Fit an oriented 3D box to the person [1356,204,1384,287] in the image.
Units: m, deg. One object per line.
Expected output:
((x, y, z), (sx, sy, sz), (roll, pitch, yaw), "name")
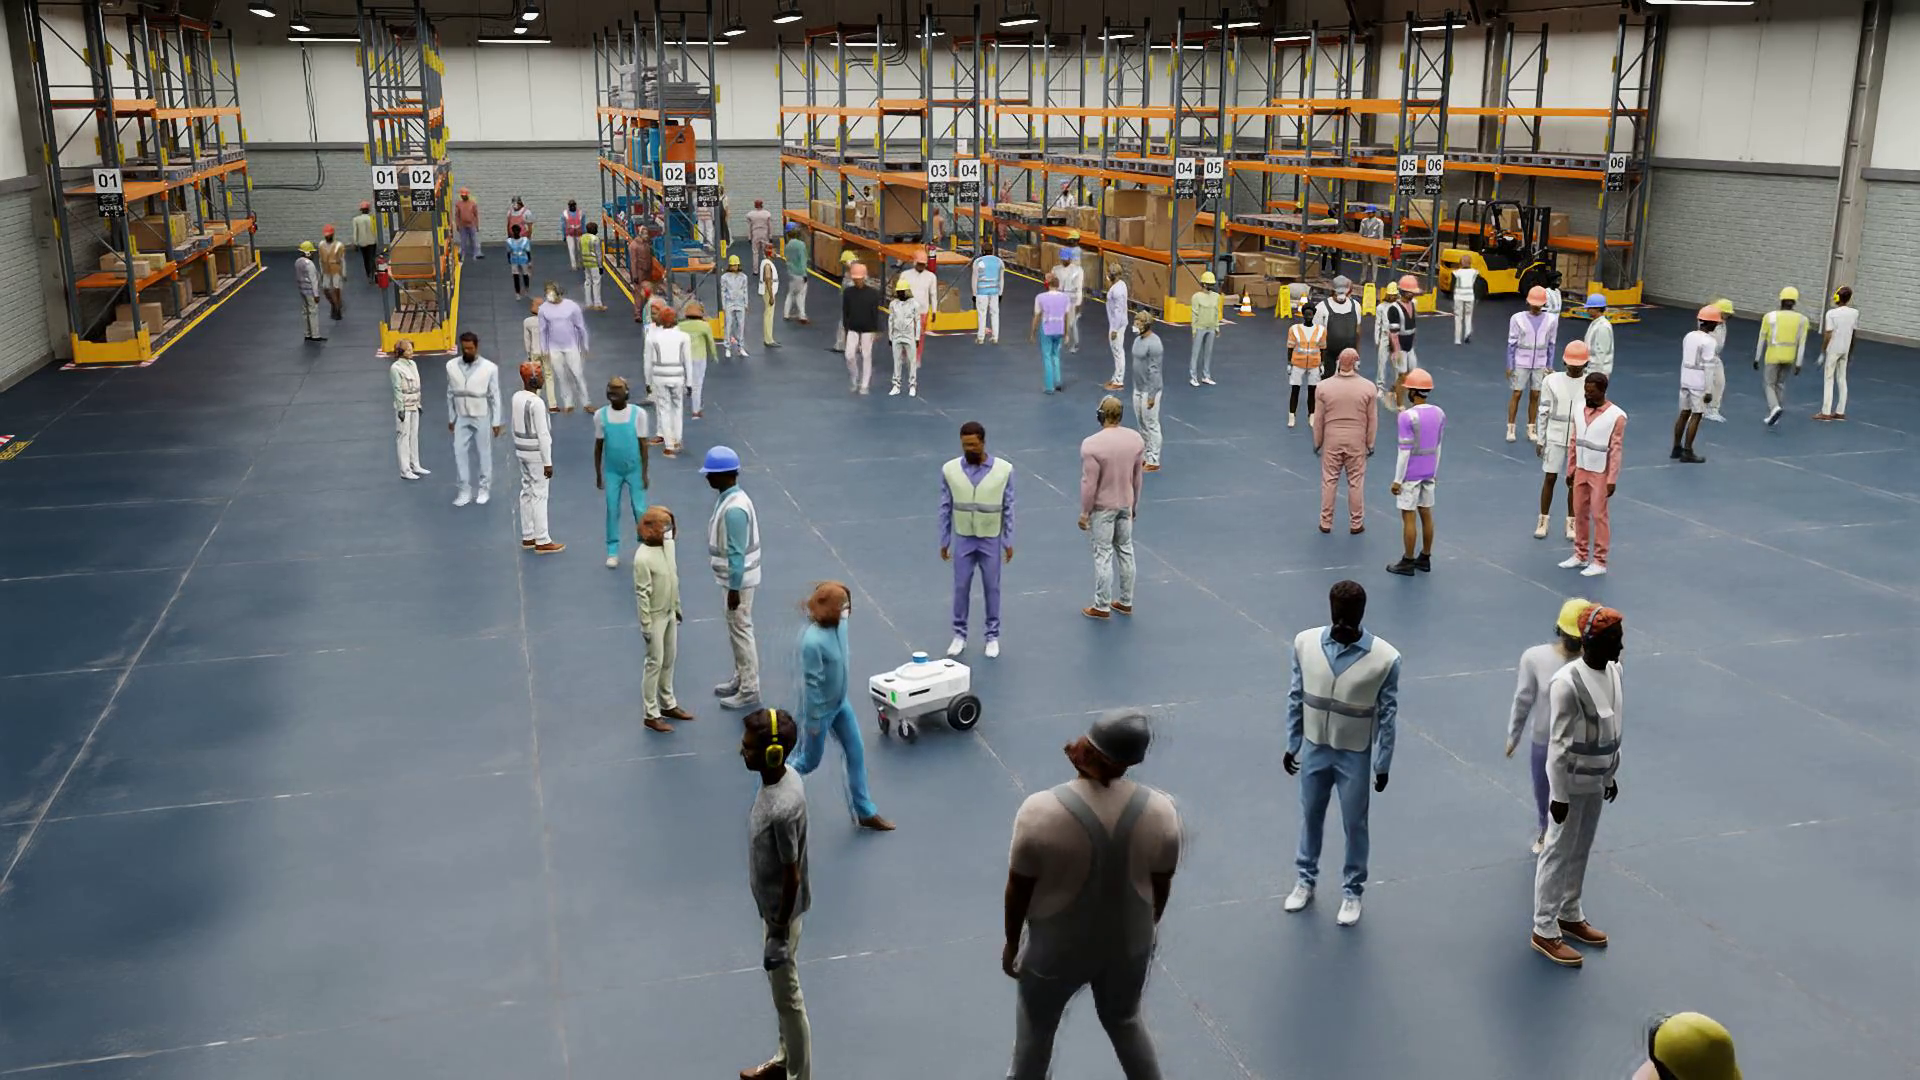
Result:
((9.653, -6.926, 39.178), (0.614, 1.945, 0.403), (14, 20, 41), "person")

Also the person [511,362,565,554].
((-4.159, -0.807, 16.272), (0.340, 1.882, 0.586), (-13, 19, -39), "person")

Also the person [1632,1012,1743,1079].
((2.128, 2.203, 5.254), (0.537, 1.716, 0.553), (10, 18, 33), "person")

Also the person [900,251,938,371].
((-0.675, -3.750, 27.215), (0.628, 1.947, 0.890), (-3, 15, -10), "person")

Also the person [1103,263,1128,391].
((2.376, -3.245, 25.354), (0.371, 1.935, 0.627), (2, 15, 6), "person")

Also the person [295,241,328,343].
((-11.860, -4.525, 30.366), (0.600, 1.829, 0.404), (13, 20, 41), "person")

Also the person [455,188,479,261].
((-13.459, -8.613, 45.441), (0.612, 1.991, 0.392), (-3, 15, -9), "person")

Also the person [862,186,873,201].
((-2.708, -9.530, 49.155), (0.513, 1.861, 0.328), (12, 19, 38), "person")

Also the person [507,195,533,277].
((-10.990, -7.573, 41.433), (0.681, 2.000, 0.535), (3, 15, 13), "person")

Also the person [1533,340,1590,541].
((6.104, -0.997, 16.702), (0.604, 2.034, 0.386), (5, 16, 19), "person")

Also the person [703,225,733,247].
((-7.287, -9.755, 49.975), (0.861, 1.885, 0.629), (-7, 16, -24), "person")

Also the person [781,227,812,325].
((-3.244, -5.199, 32.796), (0.382, 1.895, 0.729), (-10, 18, -33), "person")

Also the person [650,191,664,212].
((-8.326, -8.760, 46.150), (0.598, 1.916, 0.398), (13, 20, 41), "person")

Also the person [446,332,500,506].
((-5.322, -1.305, 18.100), (0.628, 1.901, 0.672), (1, 15, 5), "person")

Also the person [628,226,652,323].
((-6.319, -5.283, 33.108), (0.401, 1.893, 0.654), (5, 16, 18), "person")

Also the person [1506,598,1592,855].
((3.393, 1.107, 9.364), (0.551, 1.725, 0.892), (8, 17, 26), "person")

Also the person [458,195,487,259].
((-13.525, -8.605, 45.832), (0.759, 1.792, 0.656), (-4, 15, -13), "person")

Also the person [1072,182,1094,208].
((3.839, -10.241, 51.881), (0.709, 1.833, 0.435), (4, 16, 16), "person")

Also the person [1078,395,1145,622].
((1.271, -0.268, 14.141), (0.628, 1.939, 0.375), (-9, 18, -31), "person")

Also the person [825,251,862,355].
((-1.986, -4.107, 28.861), (0.863, 1.797, 0.609), (0, 15, -1), "person")

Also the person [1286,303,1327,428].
((4.669, -2.355, 22.459), (0.540, 1.696, 0.316), (1, 15, 4), "person")

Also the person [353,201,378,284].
((-14.254, -7.162, 40.053), (0.631, 1.962, 0.941), (-3, 15, -12), "person")

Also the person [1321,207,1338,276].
((9.320, -7.512, 41.859), (0.540, 1.697, 0.317), (7, 17, 25), "person")

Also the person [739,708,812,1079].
((-0.809, 1.606, 7.216), (0.328, 1.875, 0.513), (-3, 15, -12), "person")

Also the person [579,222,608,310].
((-7.711, -5.762, 35.003), (0.633, 1.841, 0.429), (12, 19, 39), "person")

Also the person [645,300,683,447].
((-3.782, -2.124, 21.248), (0.584, 1.878, 0.346), (9, 17, 31), "person")

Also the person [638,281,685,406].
((-4.333, -2.819, 23.975), (0.656, 1.819, 0.615), (0, 15, 1), "person")

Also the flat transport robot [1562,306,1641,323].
((12.878, -4.538, 33.404), (0.652, 0.197, 1.431), (-8, 17, -26), "flat transport robot")

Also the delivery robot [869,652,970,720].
((-0.283, 1.031, 11.723), (0.707, 0.478, 0.477), (-11, 18, -35), "delivery robot")

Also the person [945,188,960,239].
((-0.248, -10.337, 52.637), (0.507, 1.627, 0.280), (5, 16, 18), "person")

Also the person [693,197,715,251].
((-7.430, -9.344, 48.486), (0.634, 1.839, 0.429), (2, 15, 8), "person")

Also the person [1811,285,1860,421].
((12.098, -2.574, 22.955), (0.532, 1.868, 0.310), (-3, 15, -12), "person")

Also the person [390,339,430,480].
((-6.475, -1.538, 19.500), (0.307, 1.638, 0.512), (2, 15, 7), "person")

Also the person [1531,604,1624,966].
((3.208, 1.243, 8.565), (0.572, 1.883, 0.356), (-13, 20, -41), "person")

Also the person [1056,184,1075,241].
((3.141, -9.666, 49.613), (0.565, 1.894, 0.986), (0, 15, 0), "person")

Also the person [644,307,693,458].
((-3.640, -1.983, 20.753), (0.570, 1.858, 0.718), (-5, 16, -18), "person")

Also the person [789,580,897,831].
((-0.832, 0.998, 10.042), (0.814, 1.592, 0.512), (6, 16, 22), "person")

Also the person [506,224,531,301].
((-9.731, -6.137, 36.718), (0.537, 1.687, 0.499), (-3, 15, -10), "person")

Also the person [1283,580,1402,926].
((2.051, 1.123, 8.972), (0.593, 1.910, 0.391), (9, 17, 29), "person")

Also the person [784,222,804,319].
((-3.332, -5.441, 33.592), (0.400, 1.943, 0.615), (-3, 15, -12), "person")
